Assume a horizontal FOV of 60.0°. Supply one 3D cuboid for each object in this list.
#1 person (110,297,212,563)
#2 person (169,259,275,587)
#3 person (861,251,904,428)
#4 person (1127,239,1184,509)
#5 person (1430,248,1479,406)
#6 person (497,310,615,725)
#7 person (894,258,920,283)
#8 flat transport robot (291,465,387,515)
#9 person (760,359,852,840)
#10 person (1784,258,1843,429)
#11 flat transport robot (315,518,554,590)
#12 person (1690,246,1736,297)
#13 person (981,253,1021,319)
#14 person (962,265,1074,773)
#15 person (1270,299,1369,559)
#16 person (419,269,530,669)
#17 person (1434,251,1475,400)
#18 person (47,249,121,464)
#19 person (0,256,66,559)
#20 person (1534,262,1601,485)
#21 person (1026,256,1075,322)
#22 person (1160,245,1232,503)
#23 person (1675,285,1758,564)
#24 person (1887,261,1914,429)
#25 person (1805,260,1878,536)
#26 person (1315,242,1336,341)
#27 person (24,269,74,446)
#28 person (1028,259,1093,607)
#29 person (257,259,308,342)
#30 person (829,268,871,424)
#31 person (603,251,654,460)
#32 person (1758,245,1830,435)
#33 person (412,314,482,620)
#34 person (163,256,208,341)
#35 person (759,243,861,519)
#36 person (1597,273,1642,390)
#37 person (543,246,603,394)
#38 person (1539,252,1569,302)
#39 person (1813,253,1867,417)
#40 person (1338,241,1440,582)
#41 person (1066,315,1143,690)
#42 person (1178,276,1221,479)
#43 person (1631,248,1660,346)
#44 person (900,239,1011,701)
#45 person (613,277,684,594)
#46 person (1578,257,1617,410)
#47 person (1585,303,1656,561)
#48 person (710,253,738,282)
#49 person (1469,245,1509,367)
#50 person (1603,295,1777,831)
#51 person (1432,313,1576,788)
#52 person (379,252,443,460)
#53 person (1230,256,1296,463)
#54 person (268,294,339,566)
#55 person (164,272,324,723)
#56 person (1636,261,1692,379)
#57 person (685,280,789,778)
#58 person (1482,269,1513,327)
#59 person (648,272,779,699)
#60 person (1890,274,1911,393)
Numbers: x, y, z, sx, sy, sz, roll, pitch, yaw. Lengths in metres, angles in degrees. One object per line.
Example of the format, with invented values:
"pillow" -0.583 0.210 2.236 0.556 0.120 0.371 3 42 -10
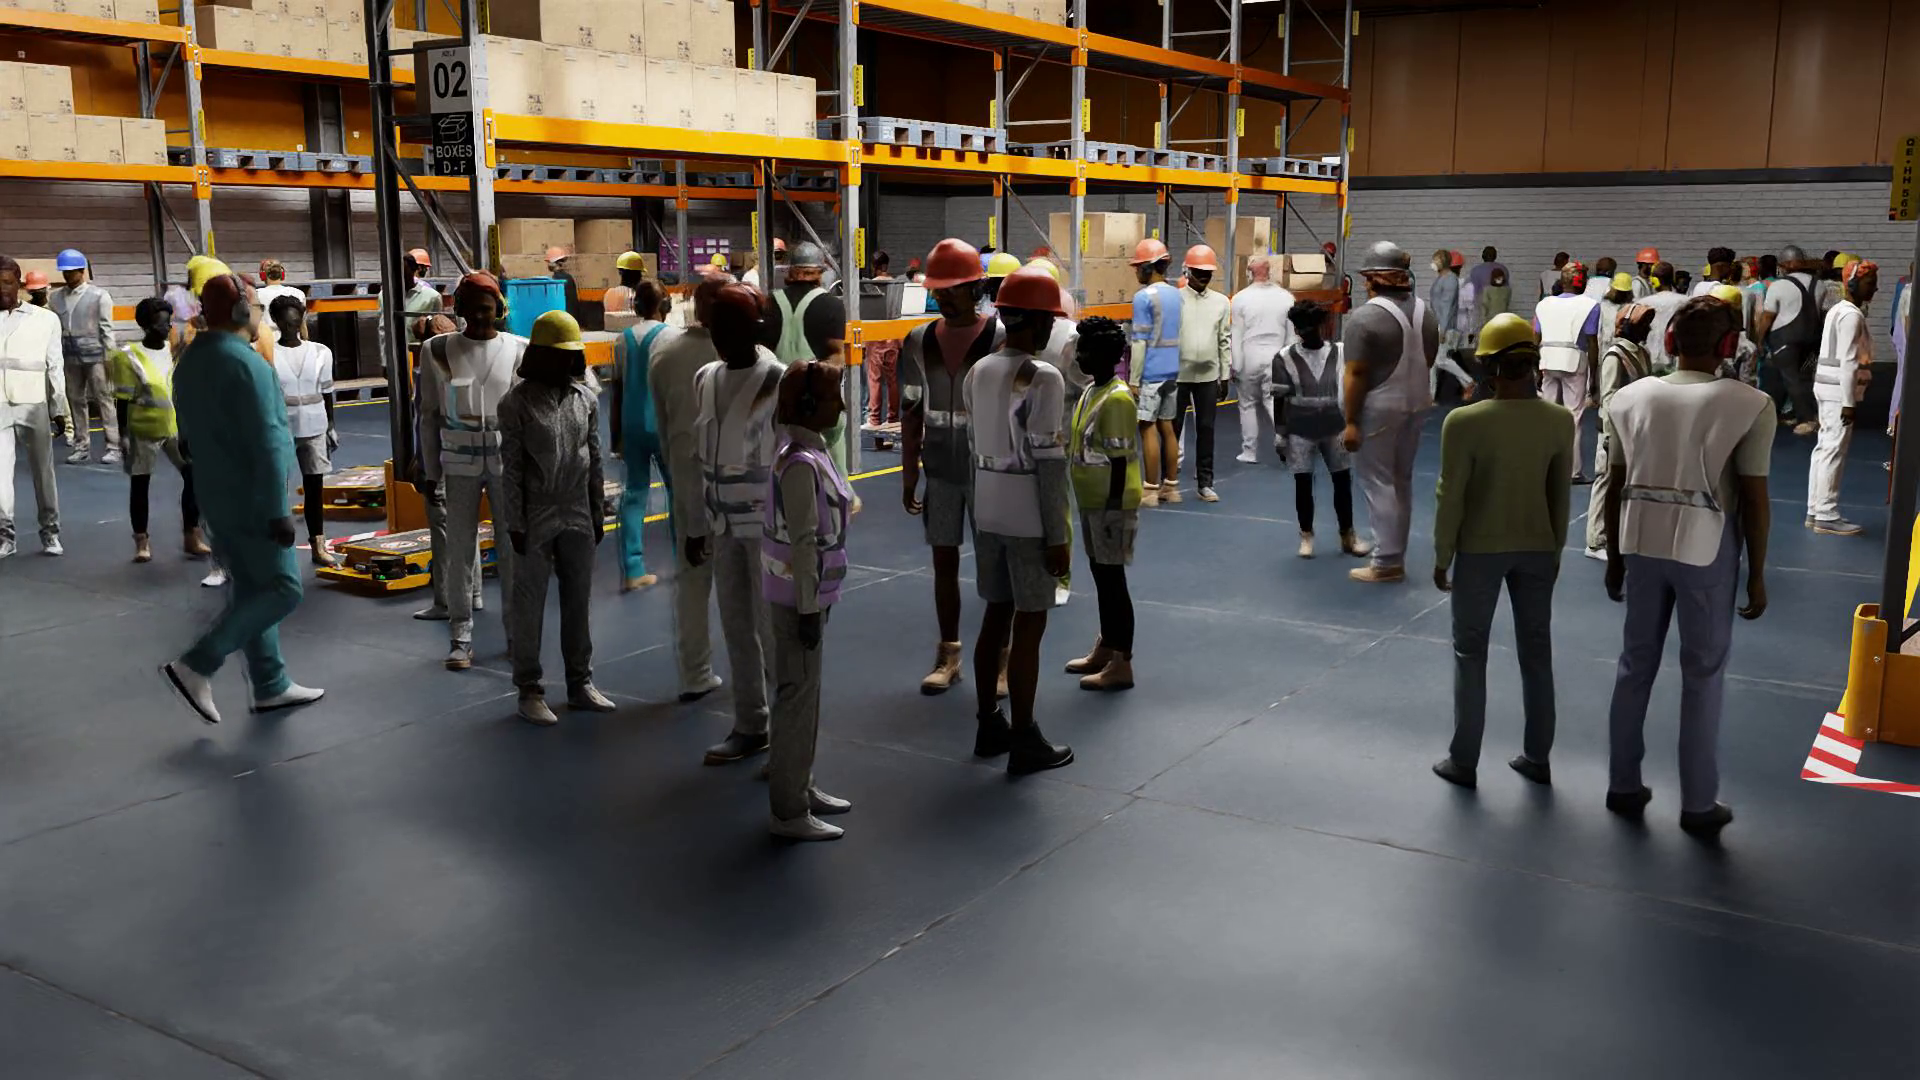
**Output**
"person" -5.013 -0.679 10.417 0.555 1.667 0.551 7 13 35
"person" -4.283 -0.670 9.702 0.588 1.915 0.399 -1 10 -4
"person" -0.822 -2.117 17.736 0.599 1.910 0.401 -9 14 -42
"person" 1.447 -1.255 12.625 0.421 2.033 0.609 8 13 38
"person" 5.900 -2.570 20.198 0.699 1.926 0.639 0 10 0
"person" -1.688 -0.094 7.008 0.321 1.737 0.483 10 14 42
"person" -0.887 -4.006 28.718 0.629 1.718 0.499 -3 11 -17
"flat transport robot" -4.533 -0.391 12.703 0.652 0.197 1.431 0 10 -2
"person" -0.523 0.201 5.661 0.316 1.629 0.509 -1 10 -3
"person" 9.209 -2.114 17.936 0.431 1.833 0.634 -1 10 -6
"flat transport robot" -3.127 0.066 10.168 0.652 0.197 1.431 7 12 33
"person" 7.341 -1.884 16.279 0.365 1.962 0.614 0 10 -3
"person" 0.339 -1.077 11.913 0.385 1.927 0.589 -2 10 -13
"person" 0.244 -0.079 6.388 0.386 1.929 0.543 -7 12 -33
"person" 2.256 -0.692 10.508 0.621 1.658 0.360 0 10 -1
"person" -2.258 -0.333 7.901 0.572 1.887 0.353 -3 11 -18
"person" 6.307 -2.736 21.260 1.037 1.886 0.545 -6 12 -30
"person" -7.940 -1.647 15.037 0.606 1.939 0.410 1 10 4
"person" -6.039 -0.845 10.644 0.593 1.922 0.392 -4 11 -21
"person" 5.014 -1.376 13.805 0.396 1.841 0.565 -8 13 -39
"person" 0.681 -1.532 14.597 0.645 1.877 0.782 6 12 30
"person" 1.807 -1.271 12.832 0.617 1.986 0.407 -2 10 -10
"person" 4.711 -0.711 10.394 0.494 1.743 0.306 9 14 41
"person" 10.097 -2.066 17.661 0.355 1.836 0.514 6 12 30
"person" 6.109 -0.983 11.518 0.358 1.881 0.574 3 11 18
"person" 6.223 -4.061 28.292 0.615 1.985 0.412 -4 11 -19
"person" -8.956 -1.772 16.292 0.573 1.739 0.355 -4 11 -19
"person" 0.441 -0.584 9.218 0.592 1.918 0.398 4 11 22
"person" -6.720 -1.845 16.429 0.561 1.836 0.394 -7 12 -35
"person" -1.136 -2.182 18.100 0.598 1.908 0.402 -5 11 -25
"person" -3.036 -1.680 15.295 0.582 1.919 0.398 10 14 44
"person" 8.755 -2.144 17.512 0.686 2.000 1.060 -3 11 -16
"person" -2.755 -0.392 8.942 0.324 1.631 0.521 2 10 10
"person" -7.582 -1.873 16.541 0.630 1.878 0.803 -4 11 -20
"person" -1.046 -1.095 11.699 0.694 2.000 0.977 4 11 19
"person" 6.843 -1.937 17.347 0.483 1.689 0.906 5 11 25
"person" -5.054 -2.788 21.362 1.009 1.951 0.612 1 10 8
"person" 9.392 -3.607 26.208 0.579 1.830 0.408 10 14 43
"person" 9.730 -2.242 18.514 0.604 1.887 0.944 5 11 26
"person" 2.502 -0.778 9.941 0.707 2.000 0.536 -6 12 -31
"person" 0.658 -0.170 7.558 0.320 1.688 0.543 -2 10 -9
"person" 1.945 -1.389 14.149 0.569 1.744 0.350 6 12 32
"person" 7.975 -2.444 19.481 0.387 1.931 0.543 7 12 32
"person" 0.004 -0.301 7.353 0.613 2.028 0.409 4 11 23
"person" -1.763 -0.623 9.737 0.523 1.802 0.816 4 11 23
"person" 7.671 -2.467 19.923 0.572 1.815 0.621 -9 13 -40
"person" 4.190 -0.677 10.523 0.316 1.629 0.509 10 14 44
"person" -3.466 -3.234 24.127 0.600 1.829 0.404 8 13 37
"person" 8.402 -3.711 26.492 0.625 1.934 0.374 -1 10 -7
"person" 2.481 0.082 5.748 0.385 1.837 0.563 -9 13 -40
"person" 2.006 0.042 6.191 0.526 1.758 0.343 -1 10 -7
"person" -4.926 -1.624 14.985 0.590 1.913 0.396 1 10 5
"person" 2.714 -1.596 14.913 0.638 1.885 0.672 -3 11 -14
"person" -4.094 -0.660 10.240 0.537 1.696 0.321 -8 13 -38
"person" -3.022 -0.164 6.939 0.664 1.890 0.639 9 14 42
"person" 6.399 -1.603 15.088 0.568 1.839 0.556 5 11 26
"person" -0.807 -0.041 6.330 0.619 1.876 0.351 9 14 42
"person" 8.242 -3.368 25.541 0.506 1.578 0.797 -1 10 -5
"person" -1.030 -0.262 7.536 0.654 1.875 0.856 3 11 16
"person" 12.577 -2.826 21.871 0.638 1.836 0.429 2 10 9
